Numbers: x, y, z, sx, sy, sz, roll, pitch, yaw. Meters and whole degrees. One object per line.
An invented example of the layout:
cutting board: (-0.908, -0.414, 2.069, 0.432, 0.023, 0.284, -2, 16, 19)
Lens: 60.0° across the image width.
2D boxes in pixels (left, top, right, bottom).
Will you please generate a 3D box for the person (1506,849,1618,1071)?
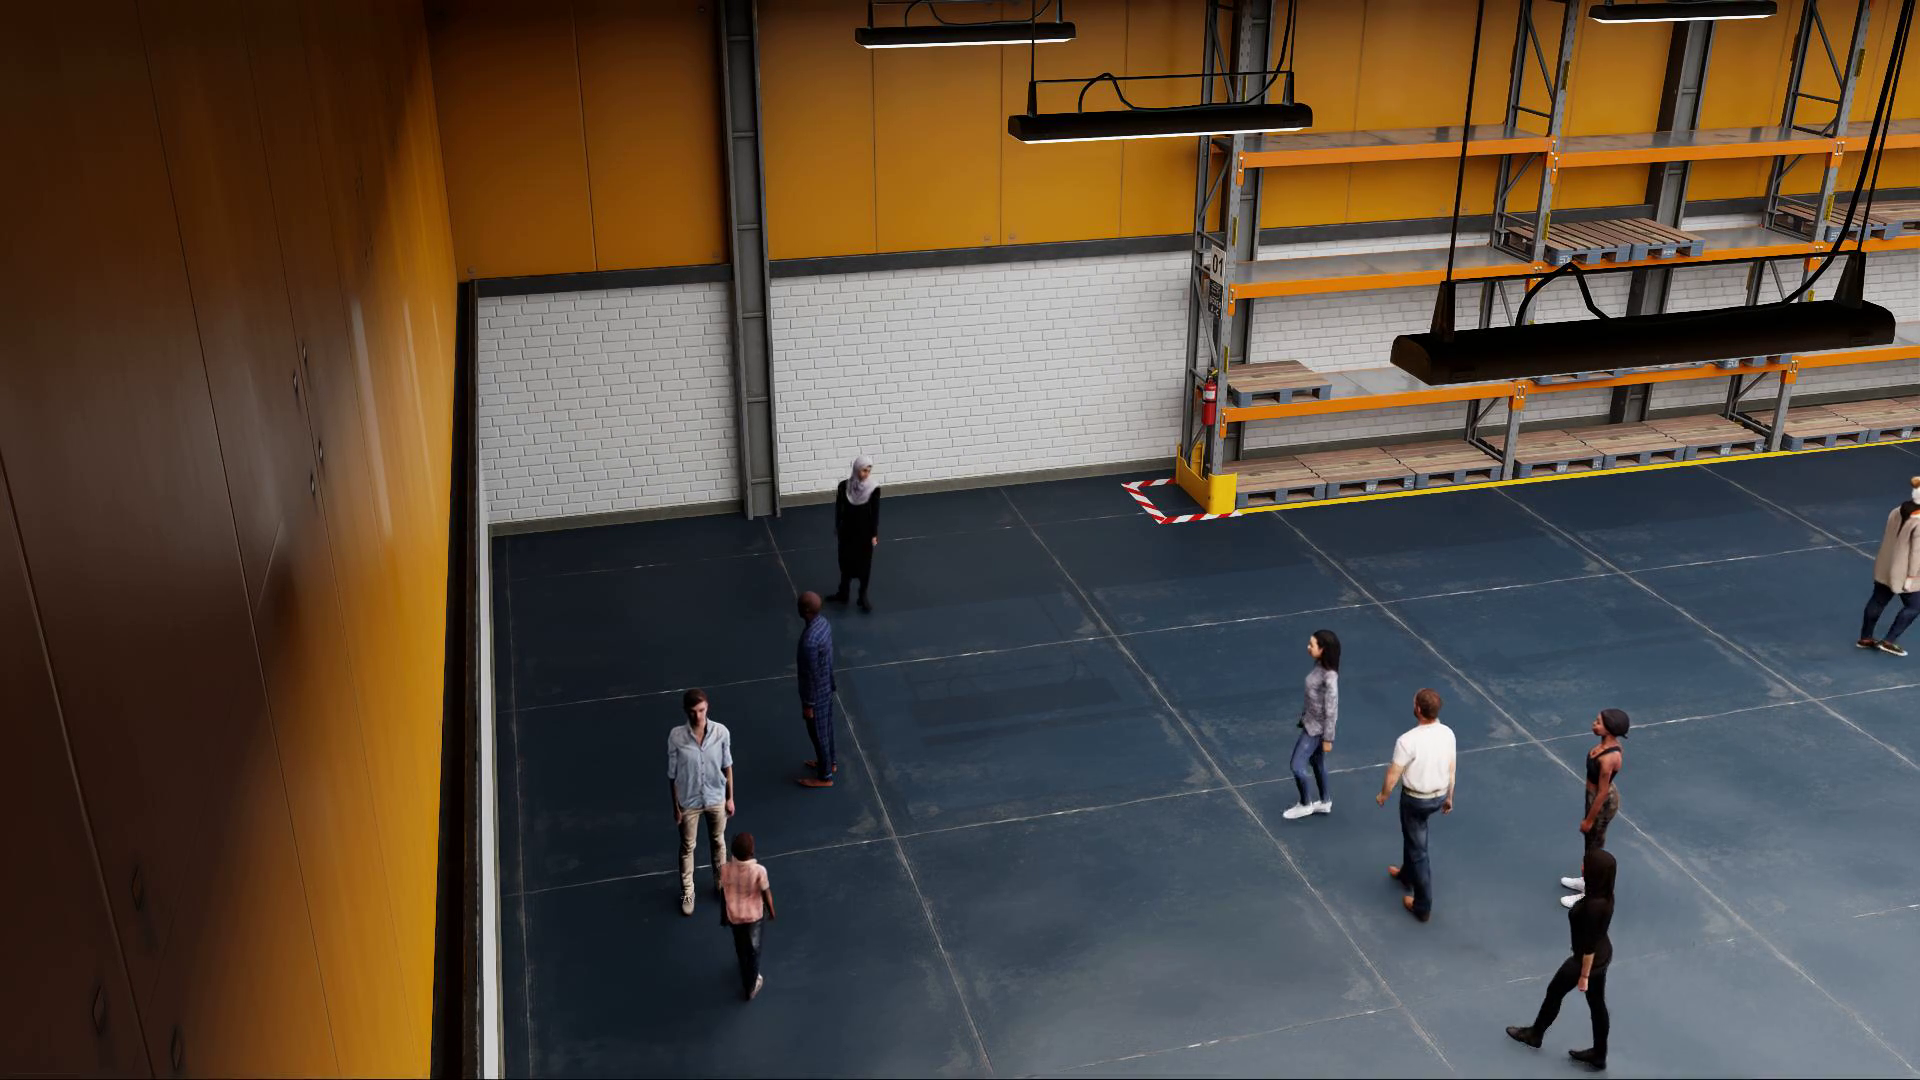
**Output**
person: (4.217, 2.799, 10.941, 0.949, 1.612, 0.933, 18, 29, 35)

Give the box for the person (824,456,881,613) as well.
person: (-1.119, -0.081, 17.353, 0.752, 1.754, 0.944, 10, 25, 21)

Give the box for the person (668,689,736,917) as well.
person: (-1.955, 1.946, 12.598, 0.491, 1.847, 0.706, -7, 25, -15)

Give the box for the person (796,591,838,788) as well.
person: (-1.222, 1.256, 14.215, 0.715, 1.818, 0.737, 3, 24, 6)

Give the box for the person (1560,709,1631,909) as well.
person: (4.843, 2.022, 12.610, 0.705, 1.700, 0.665, 10, 25, 21)

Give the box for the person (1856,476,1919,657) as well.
person: (9.191, 0.253, 16.429, 0.683, 1.881, 0.733, -4, 24, -8)

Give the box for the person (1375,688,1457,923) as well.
person: (3.520, 2.017, 12.461, 0.870, 1.828, 0.823, -11, 26, -24)

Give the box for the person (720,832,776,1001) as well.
person: (-1.524, 2.653, 11.670, 0.708, 1.296, 0.723, 3, 24, 8)

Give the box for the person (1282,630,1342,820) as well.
person: (3.040, 1.536, 13.706, 0.754, 1.711, 0.730, 0, 24, 0)
